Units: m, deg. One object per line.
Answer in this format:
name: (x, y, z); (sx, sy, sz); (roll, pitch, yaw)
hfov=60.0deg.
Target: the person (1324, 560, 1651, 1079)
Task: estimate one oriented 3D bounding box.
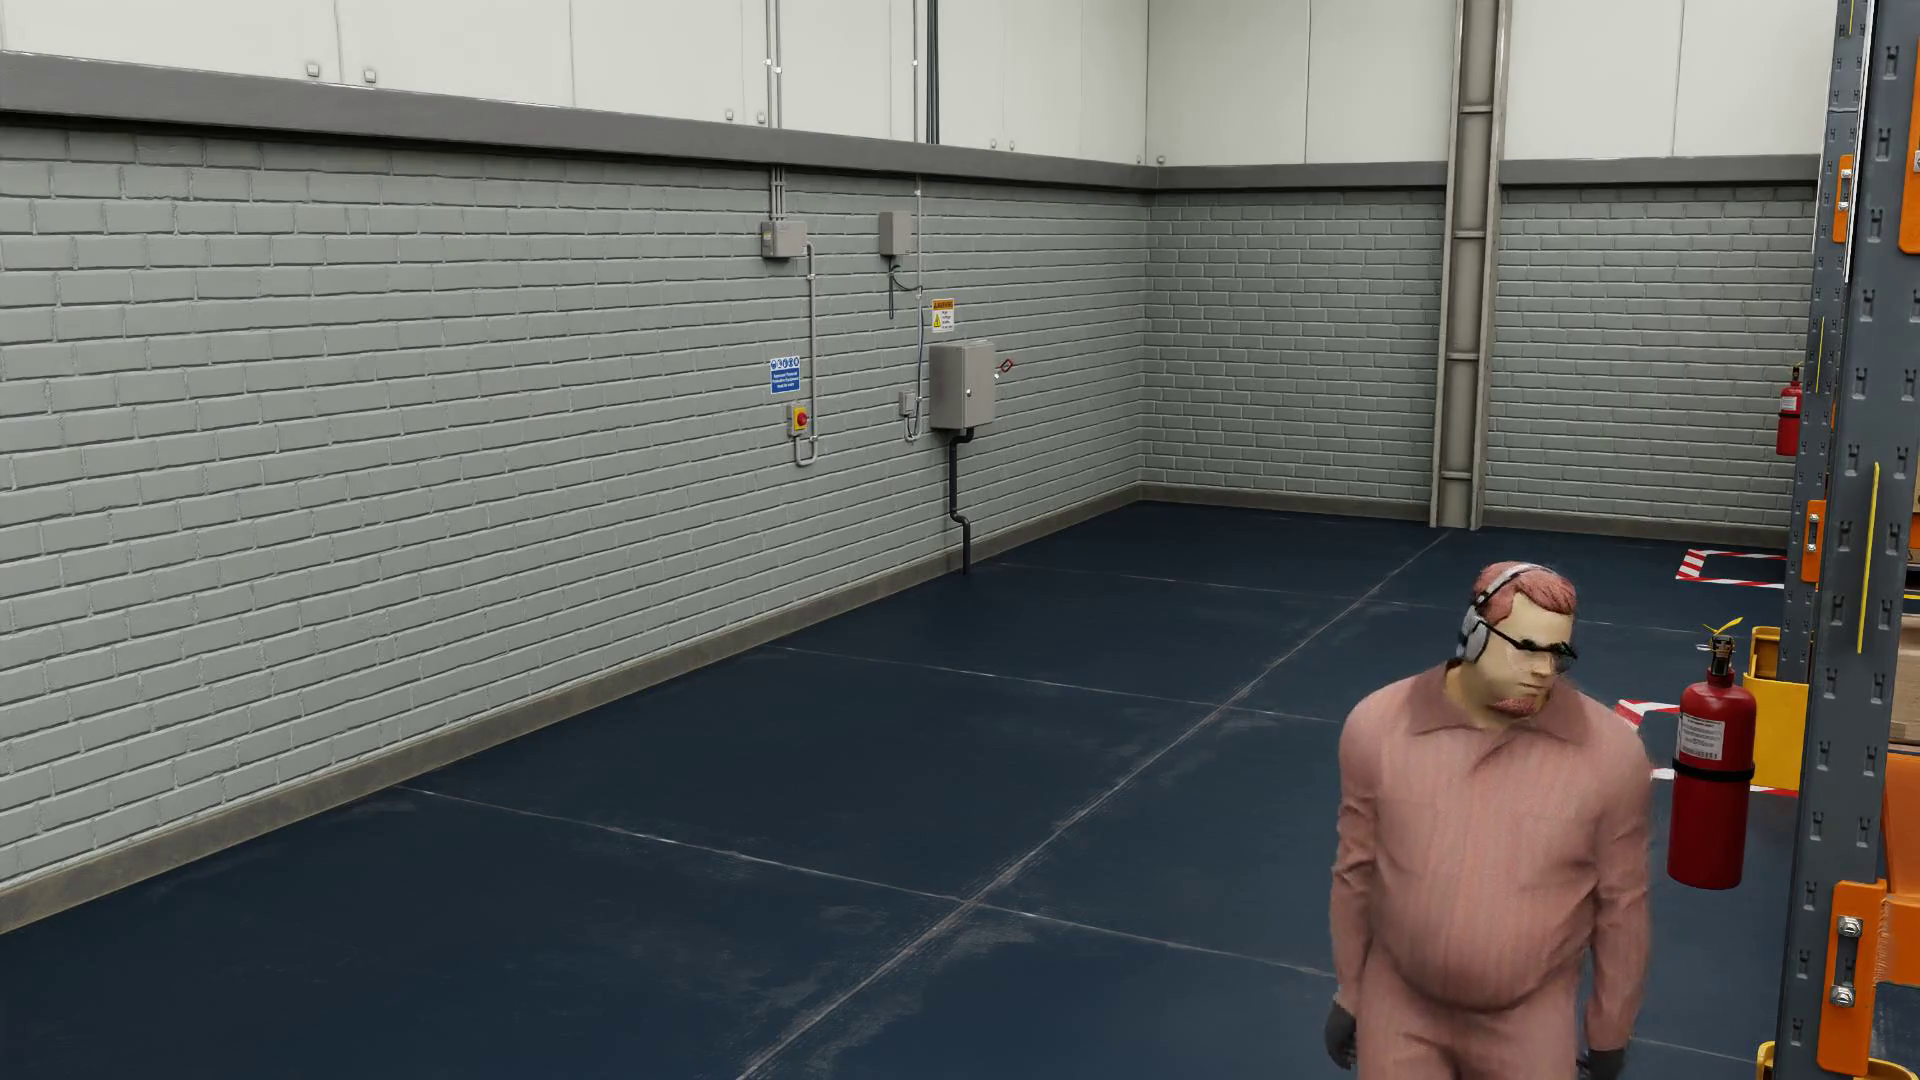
person: (1.108, 0.949, 3.536); (0.635, 1.878, 0.697); (5, 11, 24)
